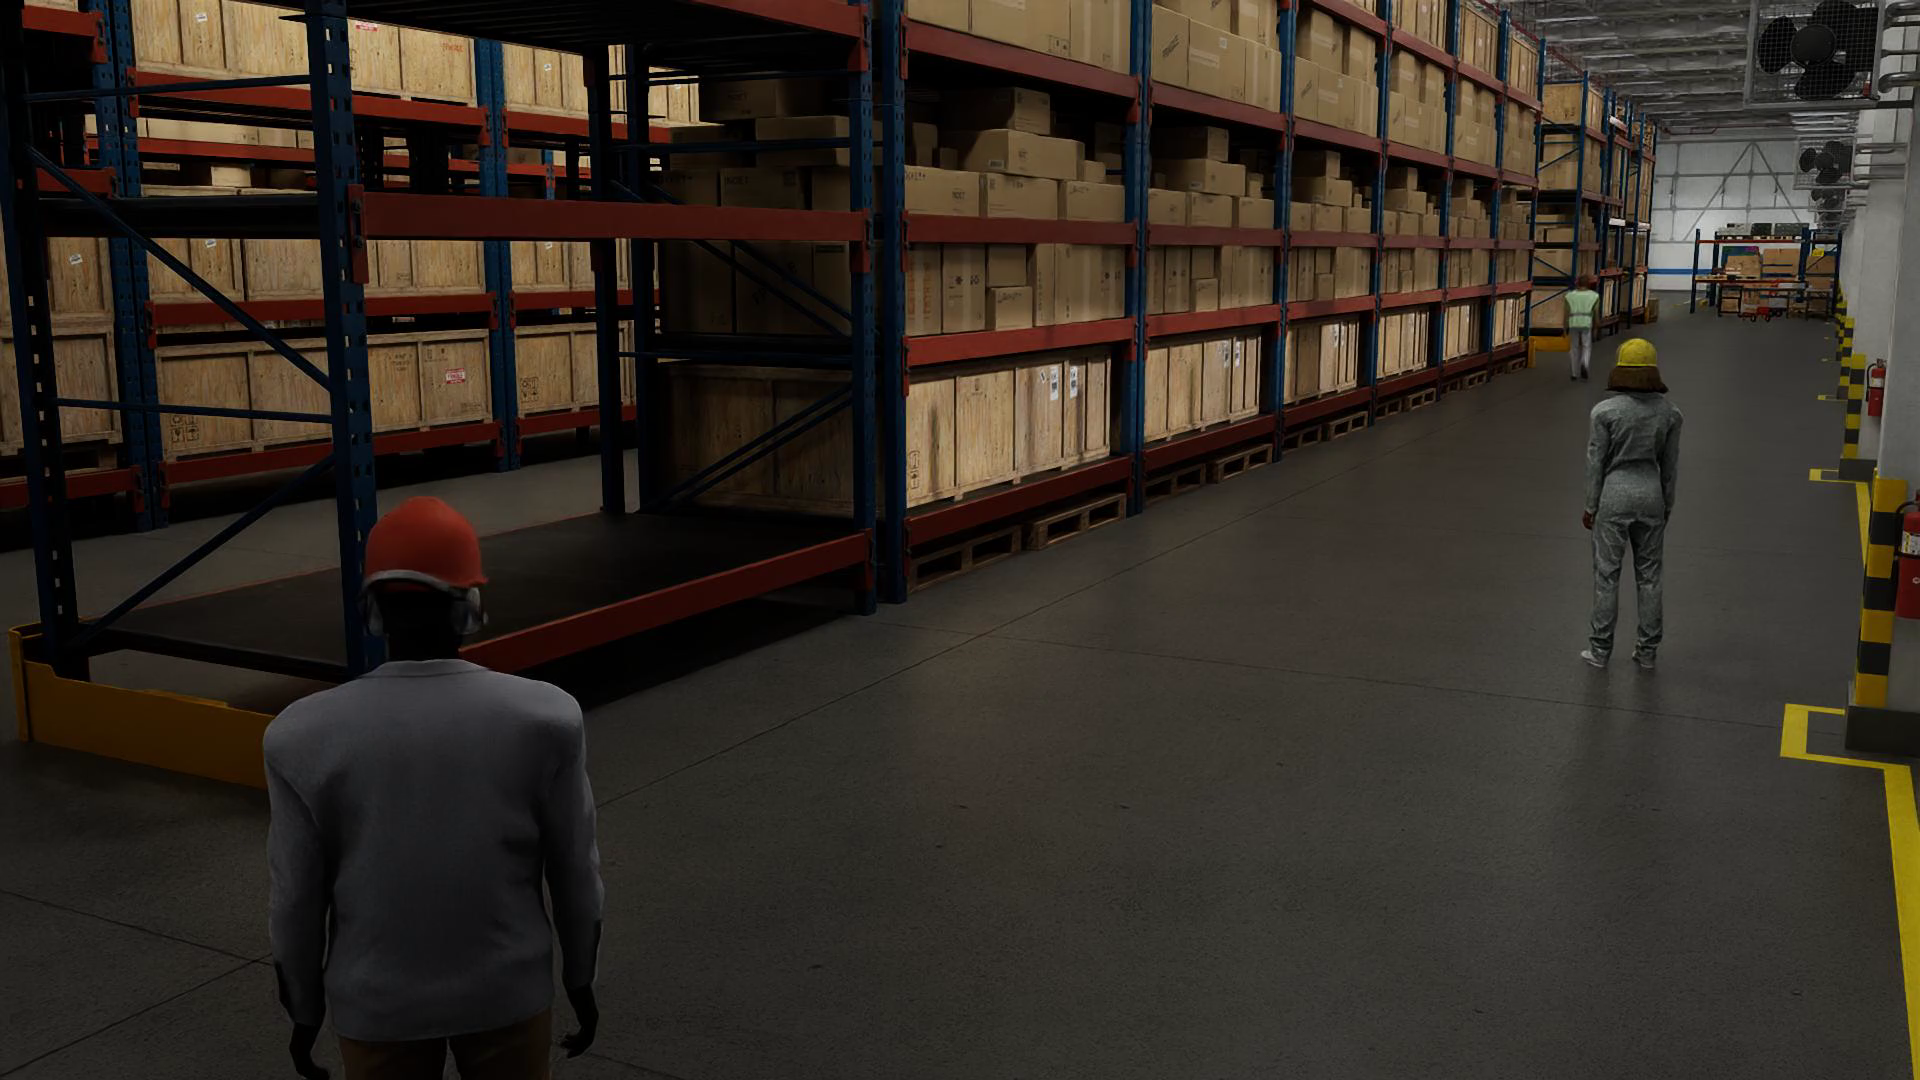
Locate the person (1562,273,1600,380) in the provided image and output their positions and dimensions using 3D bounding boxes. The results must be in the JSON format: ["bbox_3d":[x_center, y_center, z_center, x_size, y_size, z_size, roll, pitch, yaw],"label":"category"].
[{"bbox_3d":[10.586,-3.629,28.398,0.573,1.833,0.445,4,10,20],"label":"person"}]

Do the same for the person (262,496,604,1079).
[{"bbox_3d":[-0.939,0.790,3.035,0.572,1.747,0.344,-3,10,-15],"label":"person"}]

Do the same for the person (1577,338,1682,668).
[{"bbox_3d":[3.514,-0.189,8.766,0.482,1.735,0.339,0,10,-2],"label":"person"}]
